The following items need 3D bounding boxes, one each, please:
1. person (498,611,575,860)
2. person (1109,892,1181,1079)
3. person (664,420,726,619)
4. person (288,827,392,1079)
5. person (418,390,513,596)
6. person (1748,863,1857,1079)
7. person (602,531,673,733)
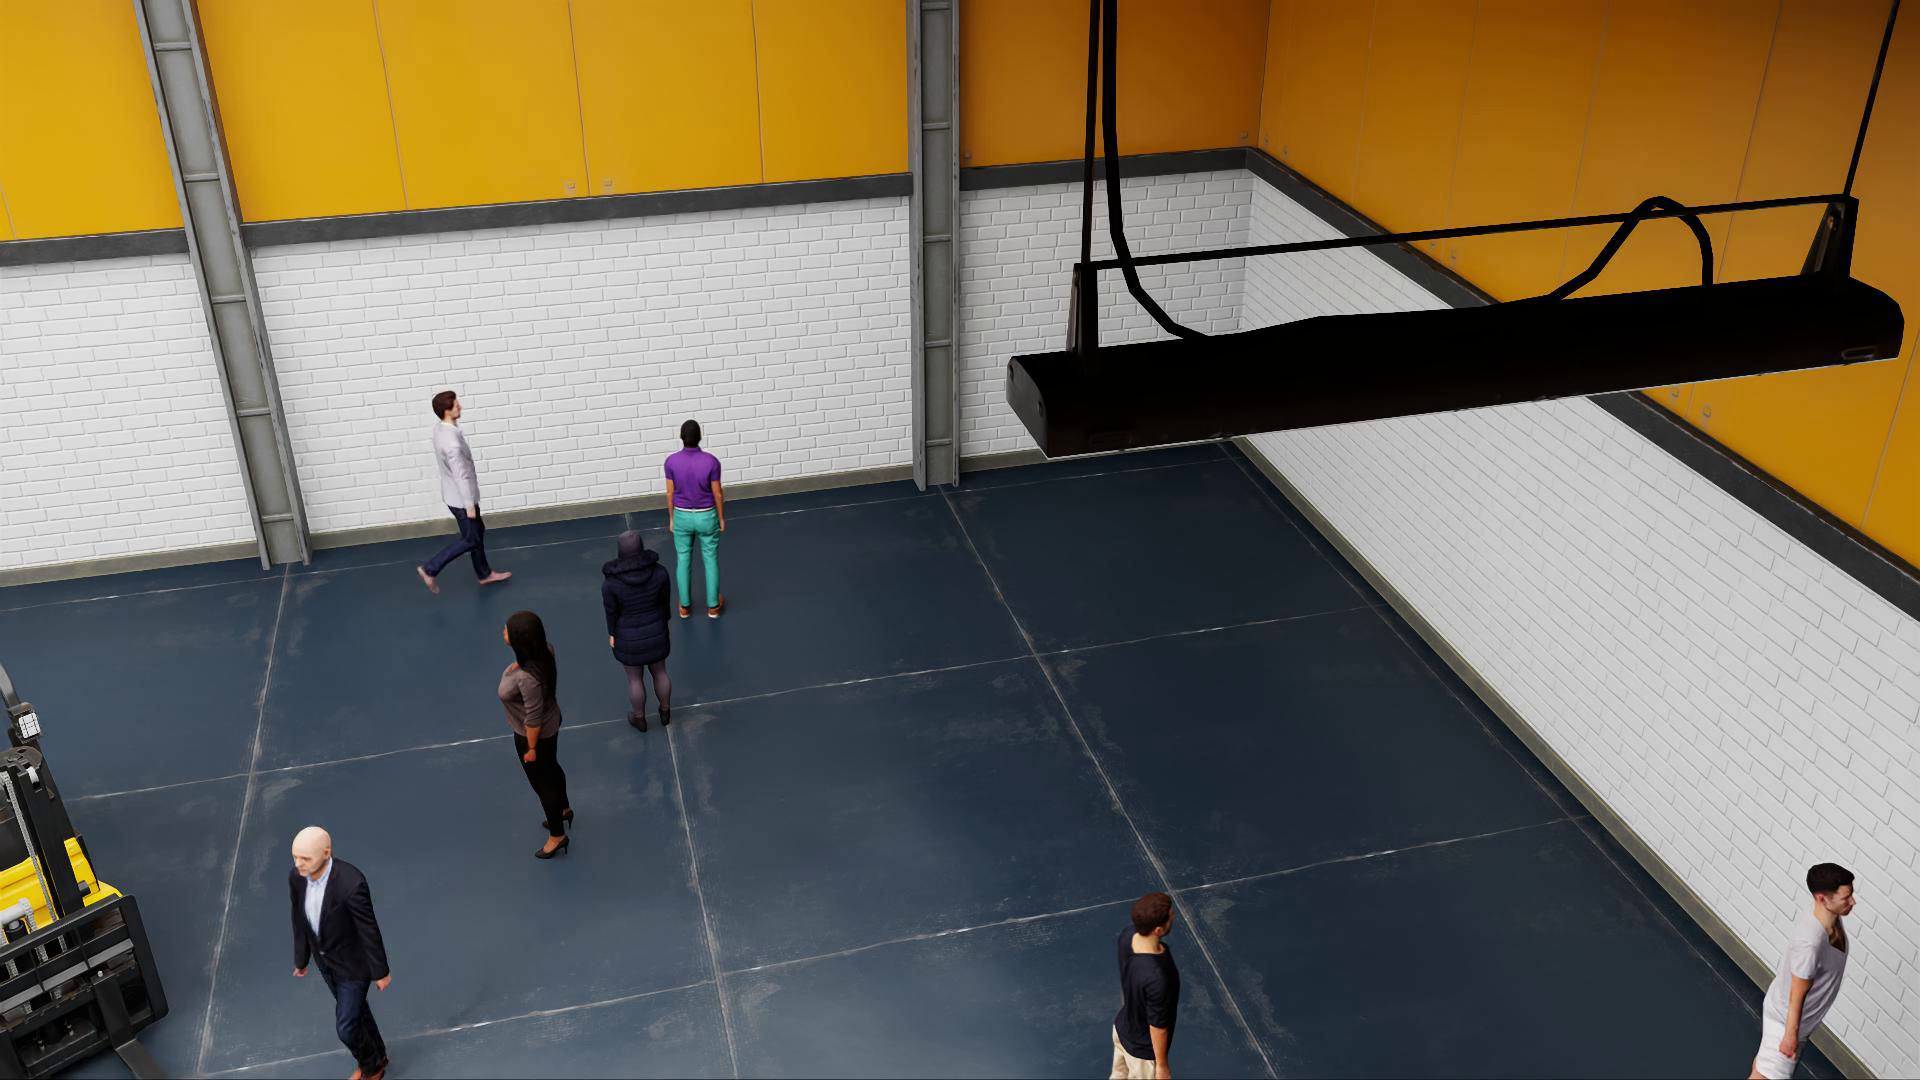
[{"bbox_3d":[-2.772,1.265,10.992,0.658,1.842,0.689,-2,29,-3],"label":"person"},{"bbox_3d":[0.932,2.570,8.589,0.535,1.852,0.628,-8,30,-14],"label":"person"},{"bbox_3d":[-2.180,-0.174,13.706,0.570,1.769,0.729,-1,29,-2],"label":"person"},{"bbox_3d":[-3.354,2.266,9.209,0.829,1.793,0.900,13,31,22],"label":"person"},{"bbox_3d":[-4.275,-0.364,13.984,1.050,1.836,0.778,-12,31,-21],"label":"person"},{"bbox_3d":[4.414,2.458,8.791,0.826,1.855,0.738,19,34,31],"label":"person"},{"bbox_3d":[-2.356,0.665,12.267,0.658,1.674,0.784,-14,31,-24],"label":"person"}]
